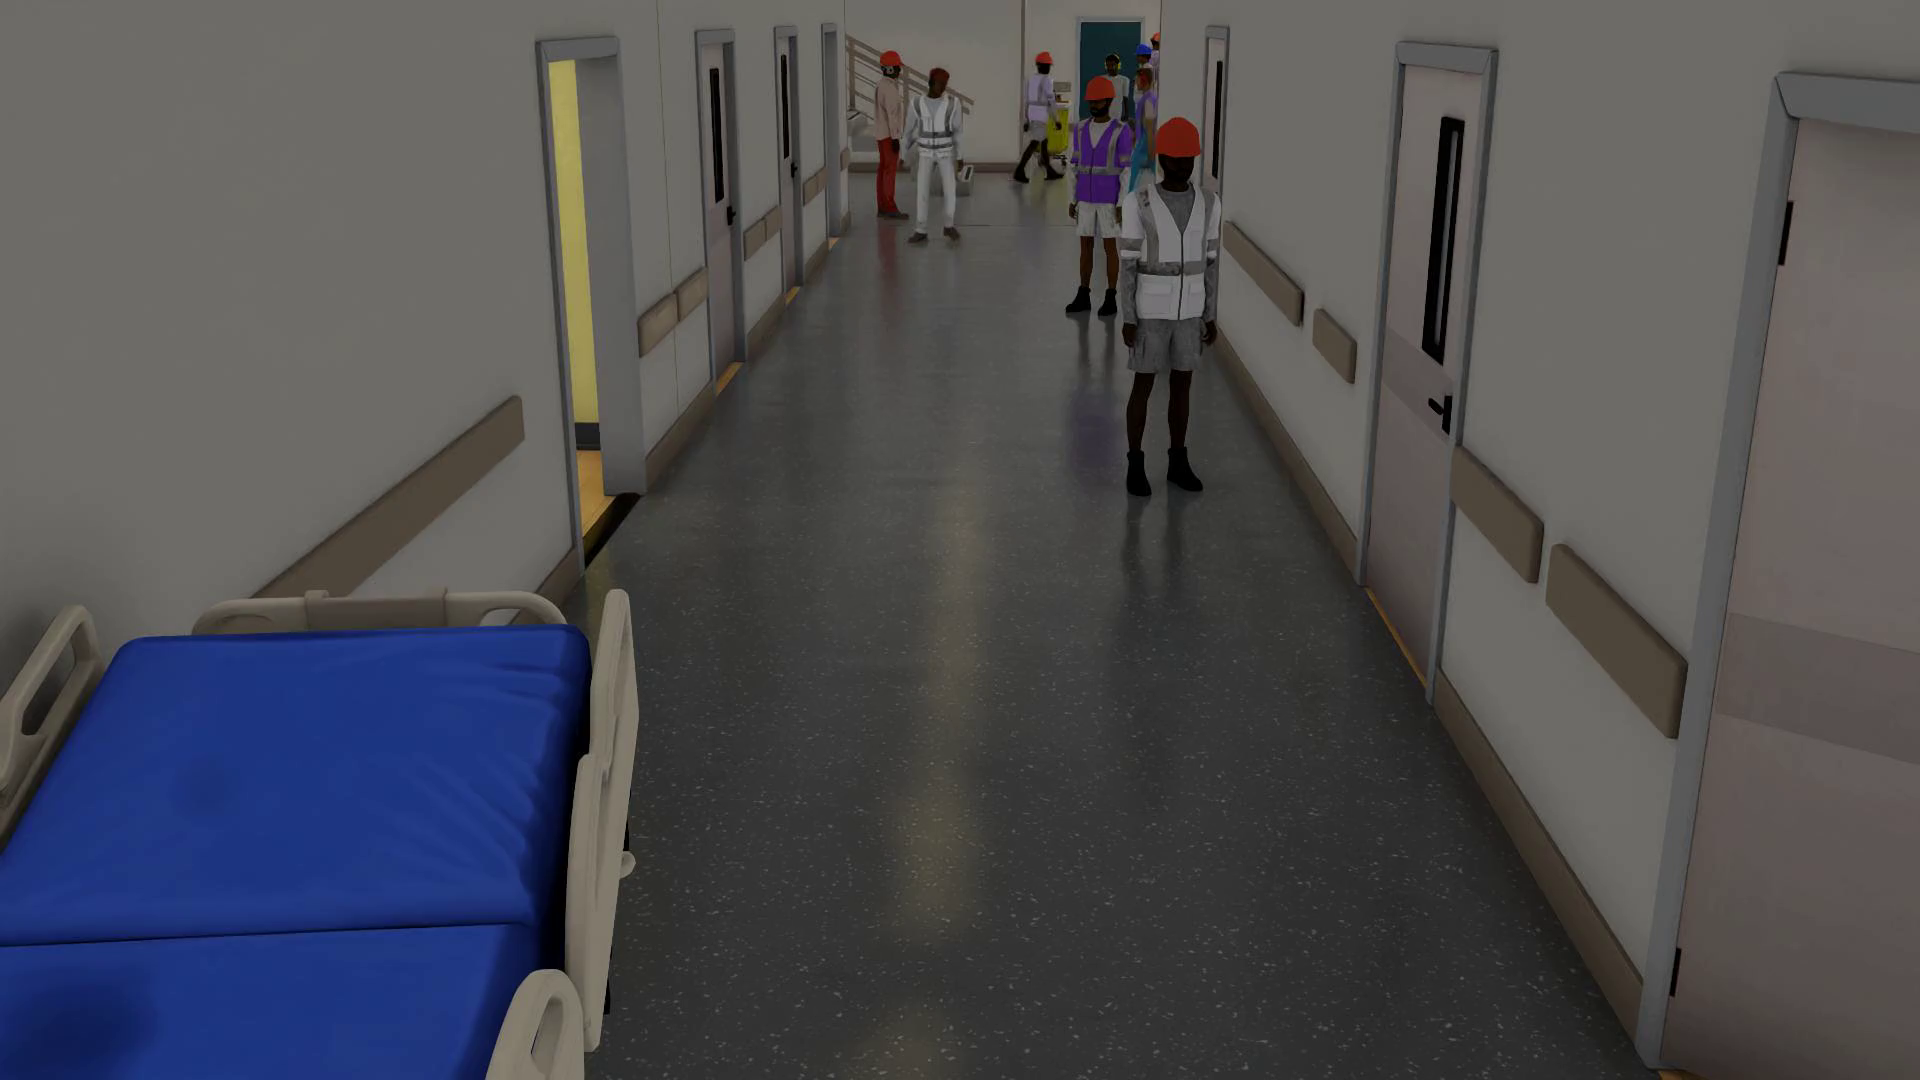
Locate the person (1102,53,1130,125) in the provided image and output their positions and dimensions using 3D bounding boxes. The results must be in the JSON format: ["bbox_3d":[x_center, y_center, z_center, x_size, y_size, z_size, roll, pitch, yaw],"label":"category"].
[{"bbox_3d":[2.196,-6.093,24.138,0.519,1.861,0.328,5,18,16],"label":"person"}]

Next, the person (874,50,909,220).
[{"bbox_3d":[-0.847,-4.888,20.128,0.381,1.994,0.621,-6,18,-17],"label":"person"}]

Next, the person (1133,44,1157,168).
[{"bbox_3d":[2.960,-6.984,26.793,0.394,1.945,0.618,1,18,2],"label":"person"}]

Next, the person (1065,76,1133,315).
[{"bbox_3d":[1.144,-2.840,13.787,0.545,1.938,0.356,10,20,29],"label":"person"}]

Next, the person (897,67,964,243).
[{"bbox_3d":[-0.315,-4.188,18.143,0.745,1.872,0.421,2,18,8],"label":"person"}]

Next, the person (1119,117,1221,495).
[{"bbox_3d":[1.092,-1.194,8.619,0.542,1.938,0.357,-5,18,-16],"label":"person"}]

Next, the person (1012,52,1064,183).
[{"bbox_3d":[1.141,-6.244,24.600,1.010,1.890,0.548,-11,21,-31],"label":"person"}]
